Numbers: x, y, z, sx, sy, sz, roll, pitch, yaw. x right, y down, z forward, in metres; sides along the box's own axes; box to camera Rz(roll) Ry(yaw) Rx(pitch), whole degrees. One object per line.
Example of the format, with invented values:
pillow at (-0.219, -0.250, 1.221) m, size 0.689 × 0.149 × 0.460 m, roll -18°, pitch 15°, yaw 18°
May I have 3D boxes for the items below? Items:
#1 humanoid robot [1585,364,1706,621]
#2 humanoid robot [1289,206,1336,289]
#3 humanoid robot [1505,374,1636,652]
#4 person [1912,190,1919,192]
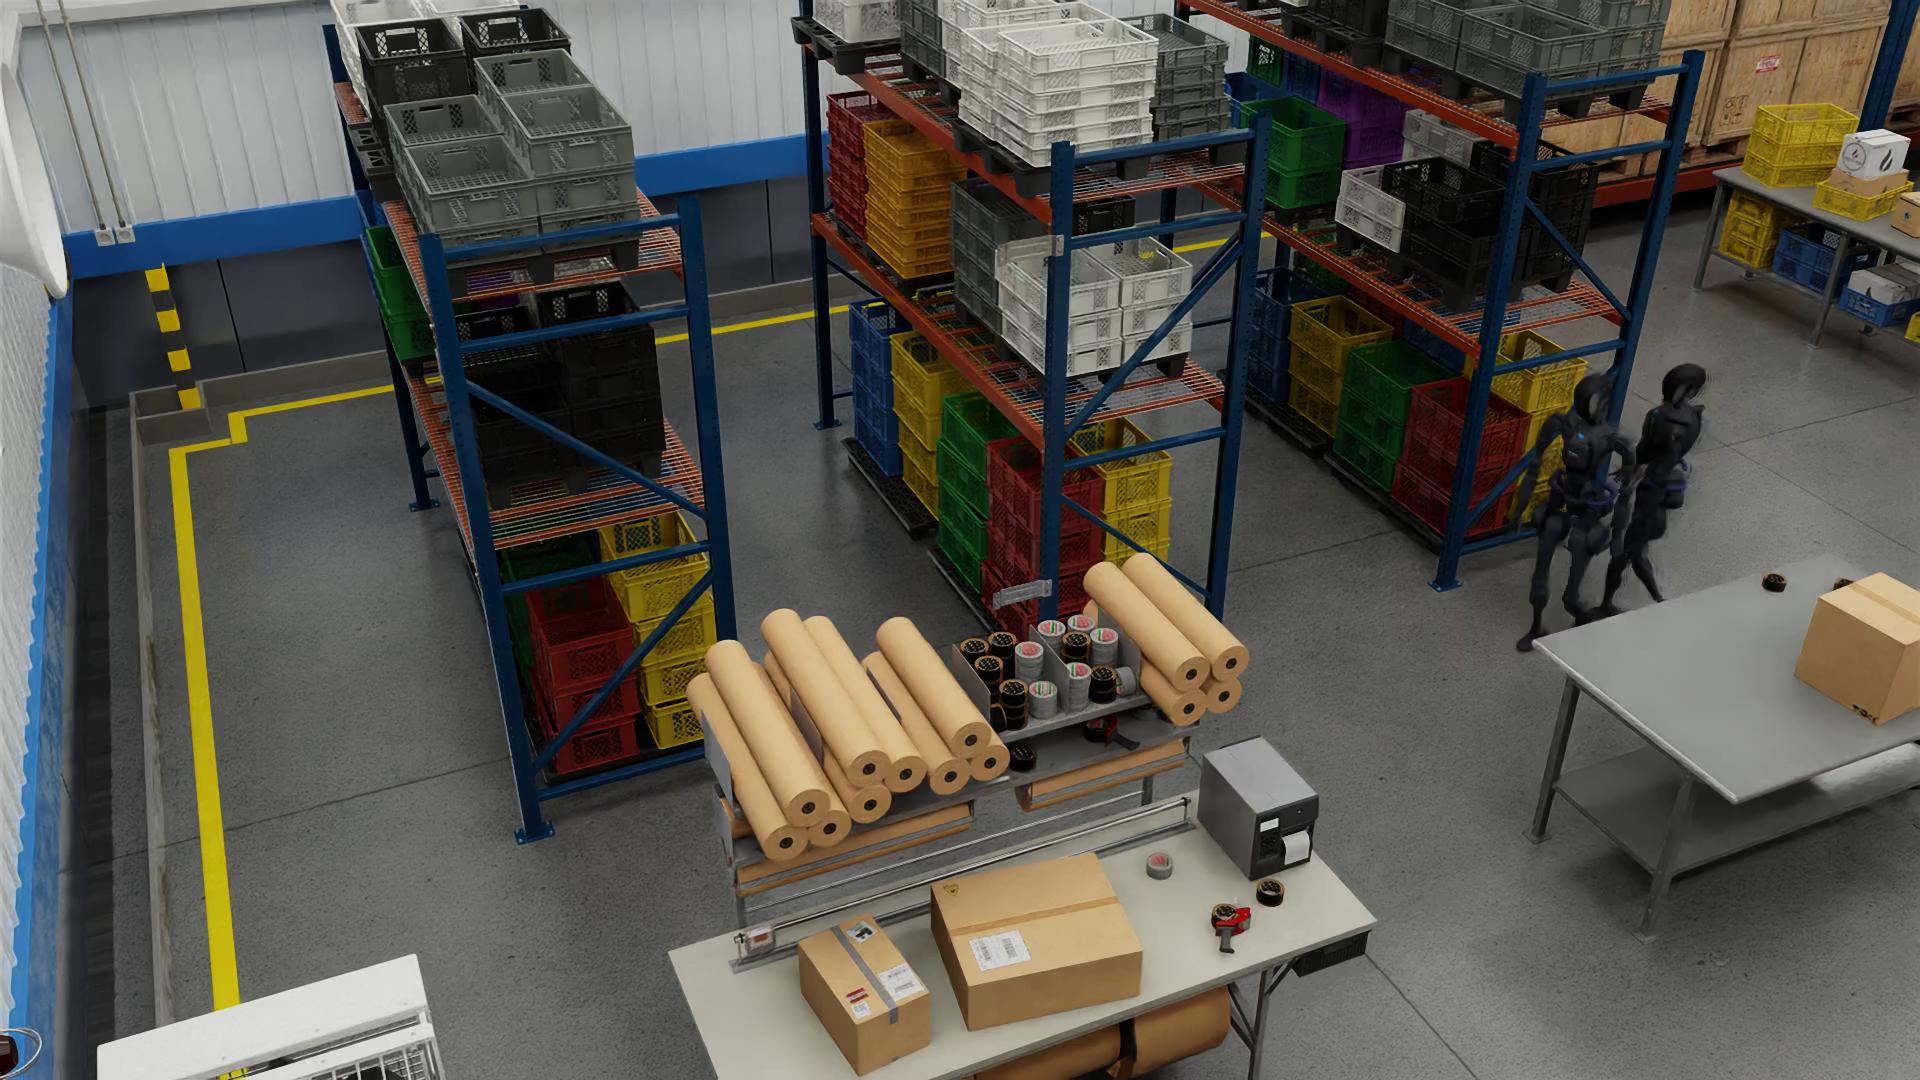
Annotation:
humanoid robot at (3.801, -0.250, 9.062) m, size 0.500 × 1.634 × 0.663 m, roll 12°, pitch 34°, yaw 19°
humanoid robot at (2.842, -2.760, 13.112) m, size 0.569 × 1.653 × 0.332 m, roll -3°, pitch 32°, yaw -4°
humanoid robot at (3.239, -0.113, 8.807) m, size 0.419 × 1.637 × 0.586 m, roll -25°, pitch 39°, yaw -34°
person at (8.978, -4.003, 14.832) m, size 0.390 × 1.992 × 0.610 m, roll 24°, pitch 39°, yaw 33°
